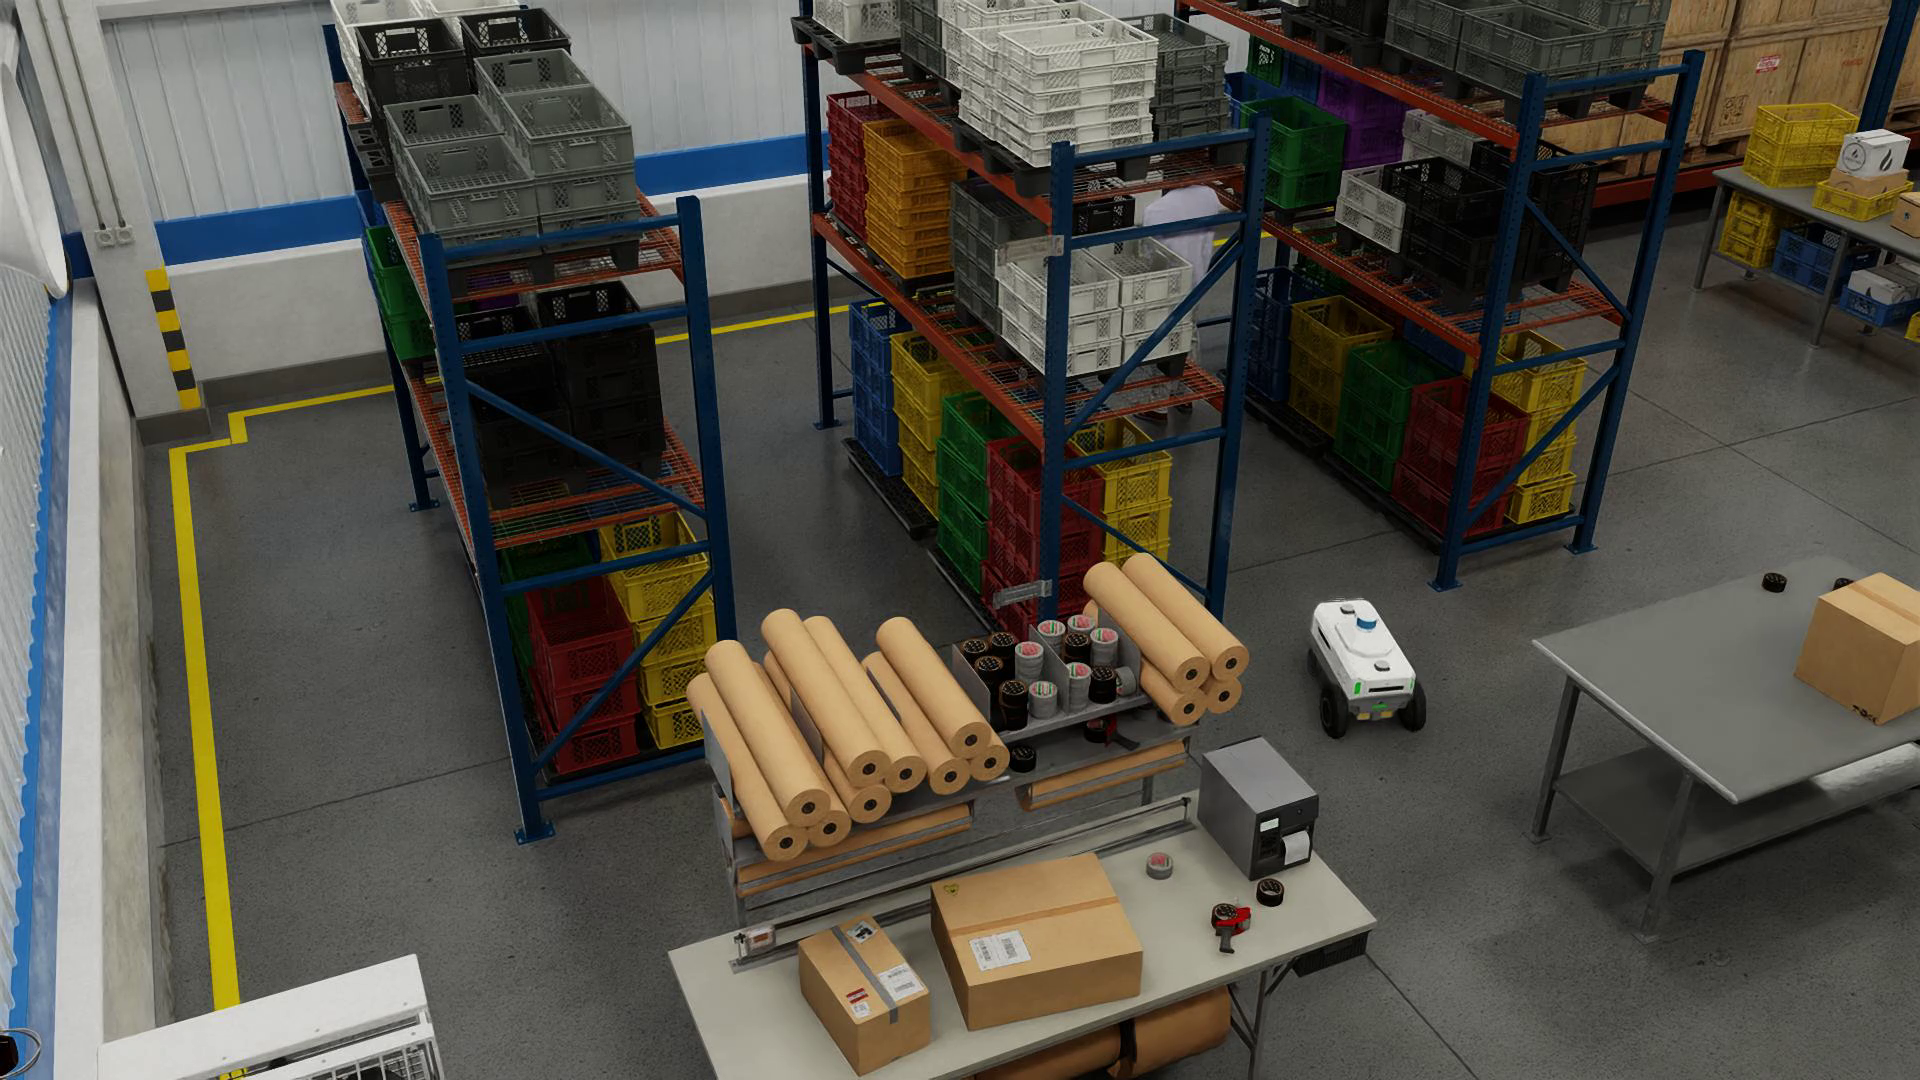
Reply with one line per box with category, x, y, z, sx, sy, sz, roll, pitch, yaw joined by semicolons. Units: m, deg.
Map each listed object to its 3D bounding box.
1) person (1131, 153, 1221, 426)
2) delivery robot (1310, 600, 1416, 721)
person;1.419;-1.699;11.125;0.627;1.940;0.372;-22;38;-31
delivery robot;2.085;0.589;8.633;0.477;0.478;0.707;-4;32;-7
